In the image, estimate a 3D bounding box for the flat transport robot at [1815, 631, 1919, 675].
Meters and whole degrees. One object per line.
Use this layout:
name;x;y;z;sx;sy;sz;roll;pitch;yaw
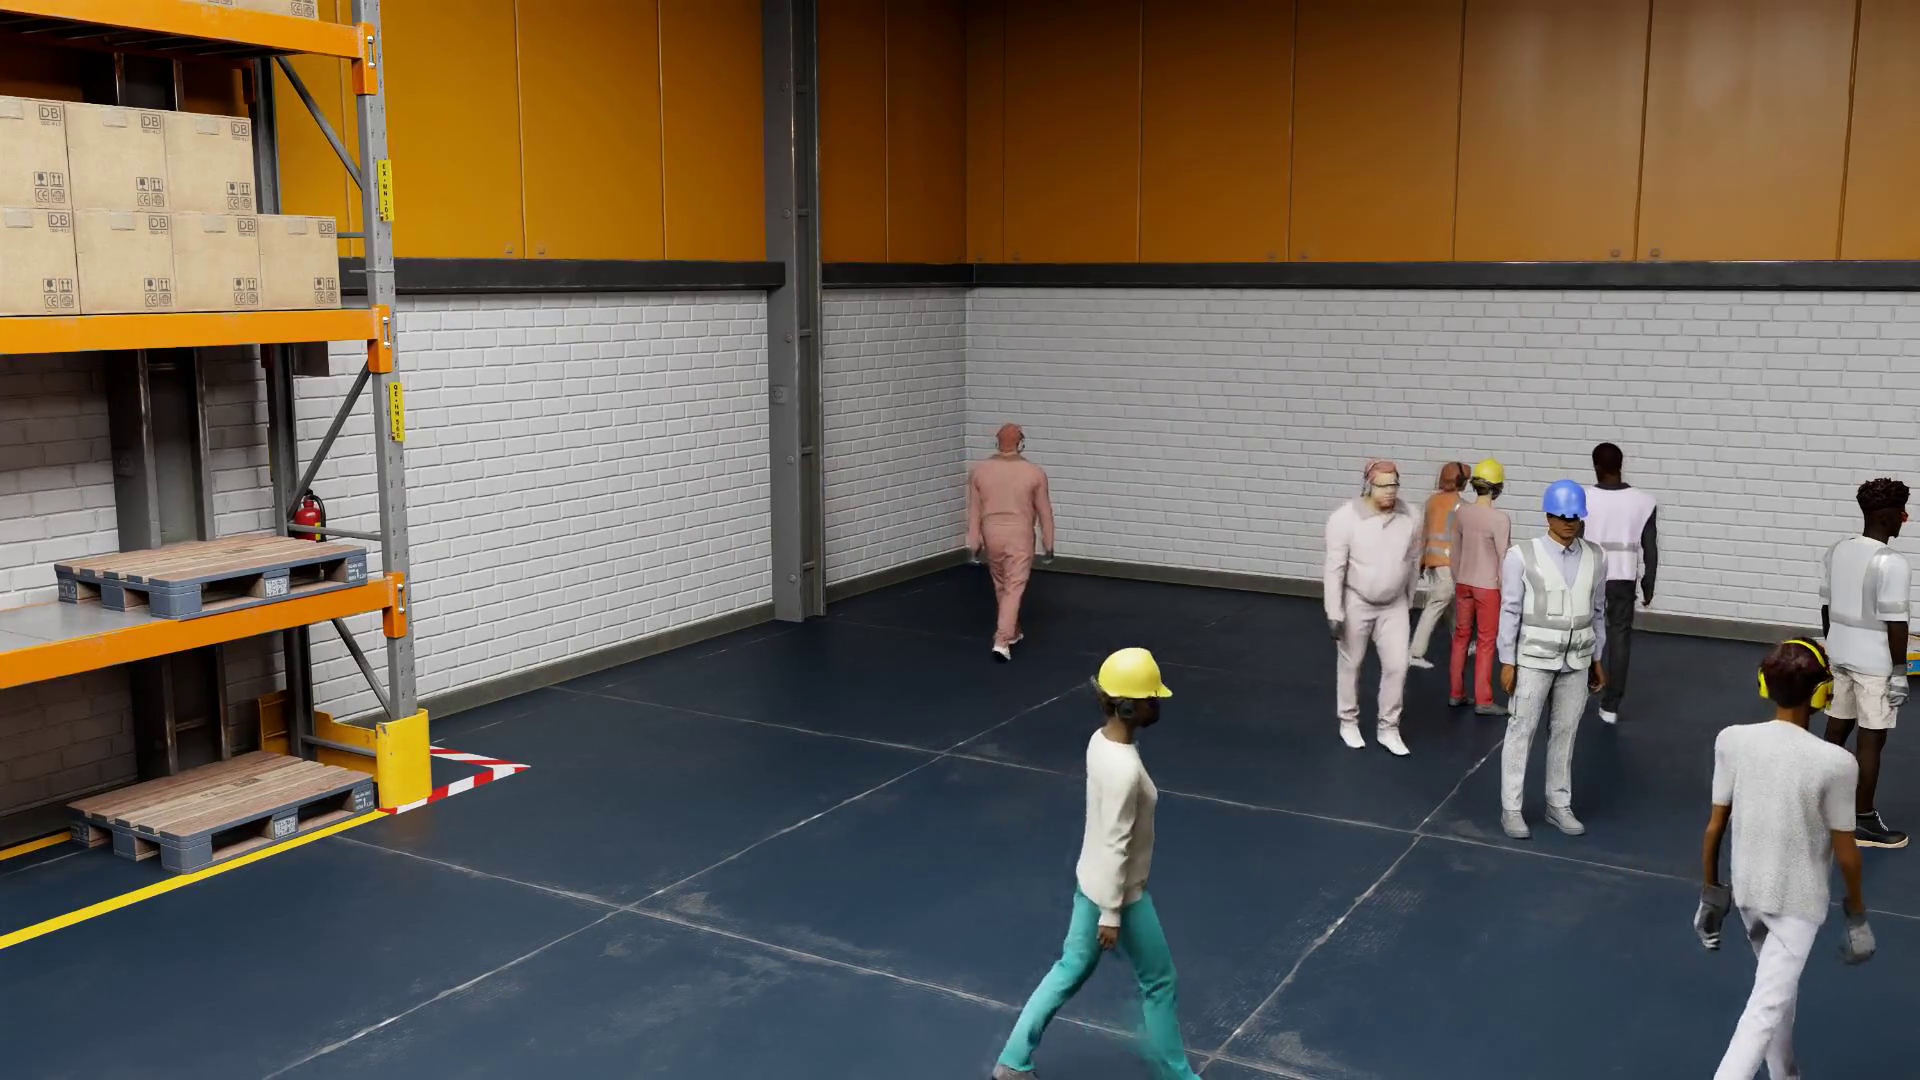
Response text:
flat transport robot;6.938;0.883;12.618;1.431;0.197;0.652;-3;9;-17

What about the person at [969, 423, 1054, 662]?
person;0.401;0.006;13.164;0.659;1.862;0.994;3;10;19

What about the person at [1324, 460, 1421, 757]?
person;2.608;0.430;10.443;0.674;1.874;0.706;-1;9;-8

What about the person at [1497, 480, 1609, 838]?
person;3.188;0.636;8.938;0.615;1.945;0.405;-2;9;-10

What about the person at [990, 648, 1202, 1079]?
person;0.530;1.224;5.969;0.890;1.724;0.534;-1;9;-4

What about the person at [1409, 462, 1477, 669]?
person;3.782;0.192;12.823;0.888;1.588;0.546;-4;10;-22

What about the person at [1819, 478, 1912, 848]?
person;4.828;0.640;8.857;0.368;1.966;0.602;-2;9;-10

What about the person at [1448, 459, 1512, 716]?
person;3.603;0.323;11.459;0.315;1.767;0.534;-5;10;-27

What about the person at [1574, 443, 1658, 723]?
person;4.475;0.262;11.513;0.624;1.861;0.986;2;9;11

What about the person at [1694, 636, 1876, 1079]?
person;2.739;1.233;5.615;0.979;1.833;0.502;-5;10;-27
